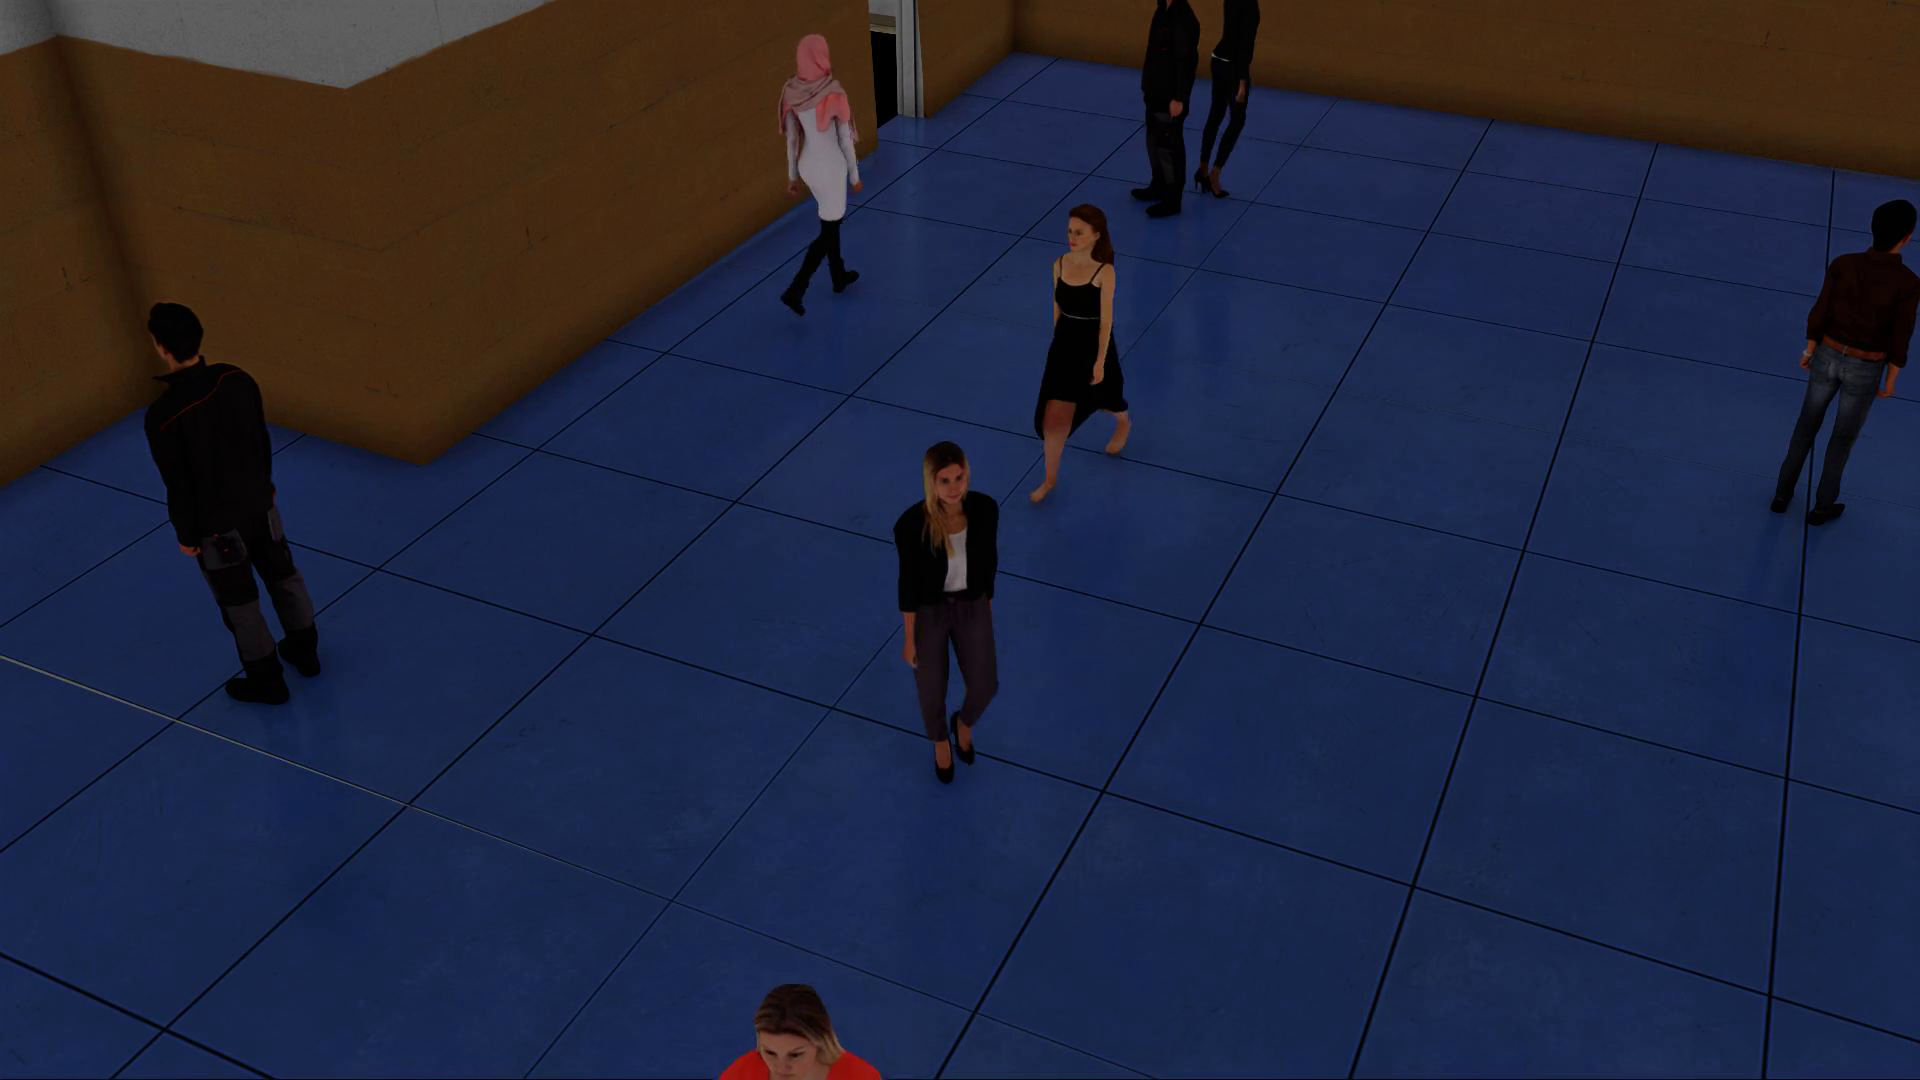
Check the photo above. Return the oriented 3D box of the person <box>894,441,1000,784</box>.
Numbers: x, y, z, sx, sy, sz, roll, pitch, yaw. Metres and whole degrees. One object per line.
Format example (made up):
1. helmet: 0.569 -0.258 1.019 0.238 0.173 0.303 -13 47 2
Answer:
1. person: -0.077 0.291 6.858 0.675 1.660 0.750 -8 35 -12

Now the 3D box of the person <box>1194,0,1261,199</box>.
1. person: 2.000 -3.418 12.292 0.821 1.817 0.764 -11 35 -16

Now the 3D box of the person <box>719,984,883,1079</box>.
1. person: -0.420 1.792 4.622 1.143 1.638 0.913 2 34 3

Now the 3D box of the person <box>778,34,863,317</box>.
1. person: -0.918 -2.281 10.621 1.105 1.775 0.808 21 39 28

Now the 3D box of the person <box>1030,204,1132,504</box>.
1. person: 0.723 -1.024 8.908 1.080 1.578 0.709 20 38 27

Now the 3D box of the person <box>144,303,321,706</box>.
1. person: -3.185 -0.147 7.259 0.573 1.946 0.692 16 37 22

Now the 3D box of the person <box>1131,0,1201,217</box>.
1. person: 1.515 -3.297 12.045 0.865 1.866 0.849 -7 34 -10

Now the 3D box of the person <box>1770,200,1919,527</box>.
1. person: 4.556 -0.896 8.531 0.770 1.782 0.596 -29 43 -36
